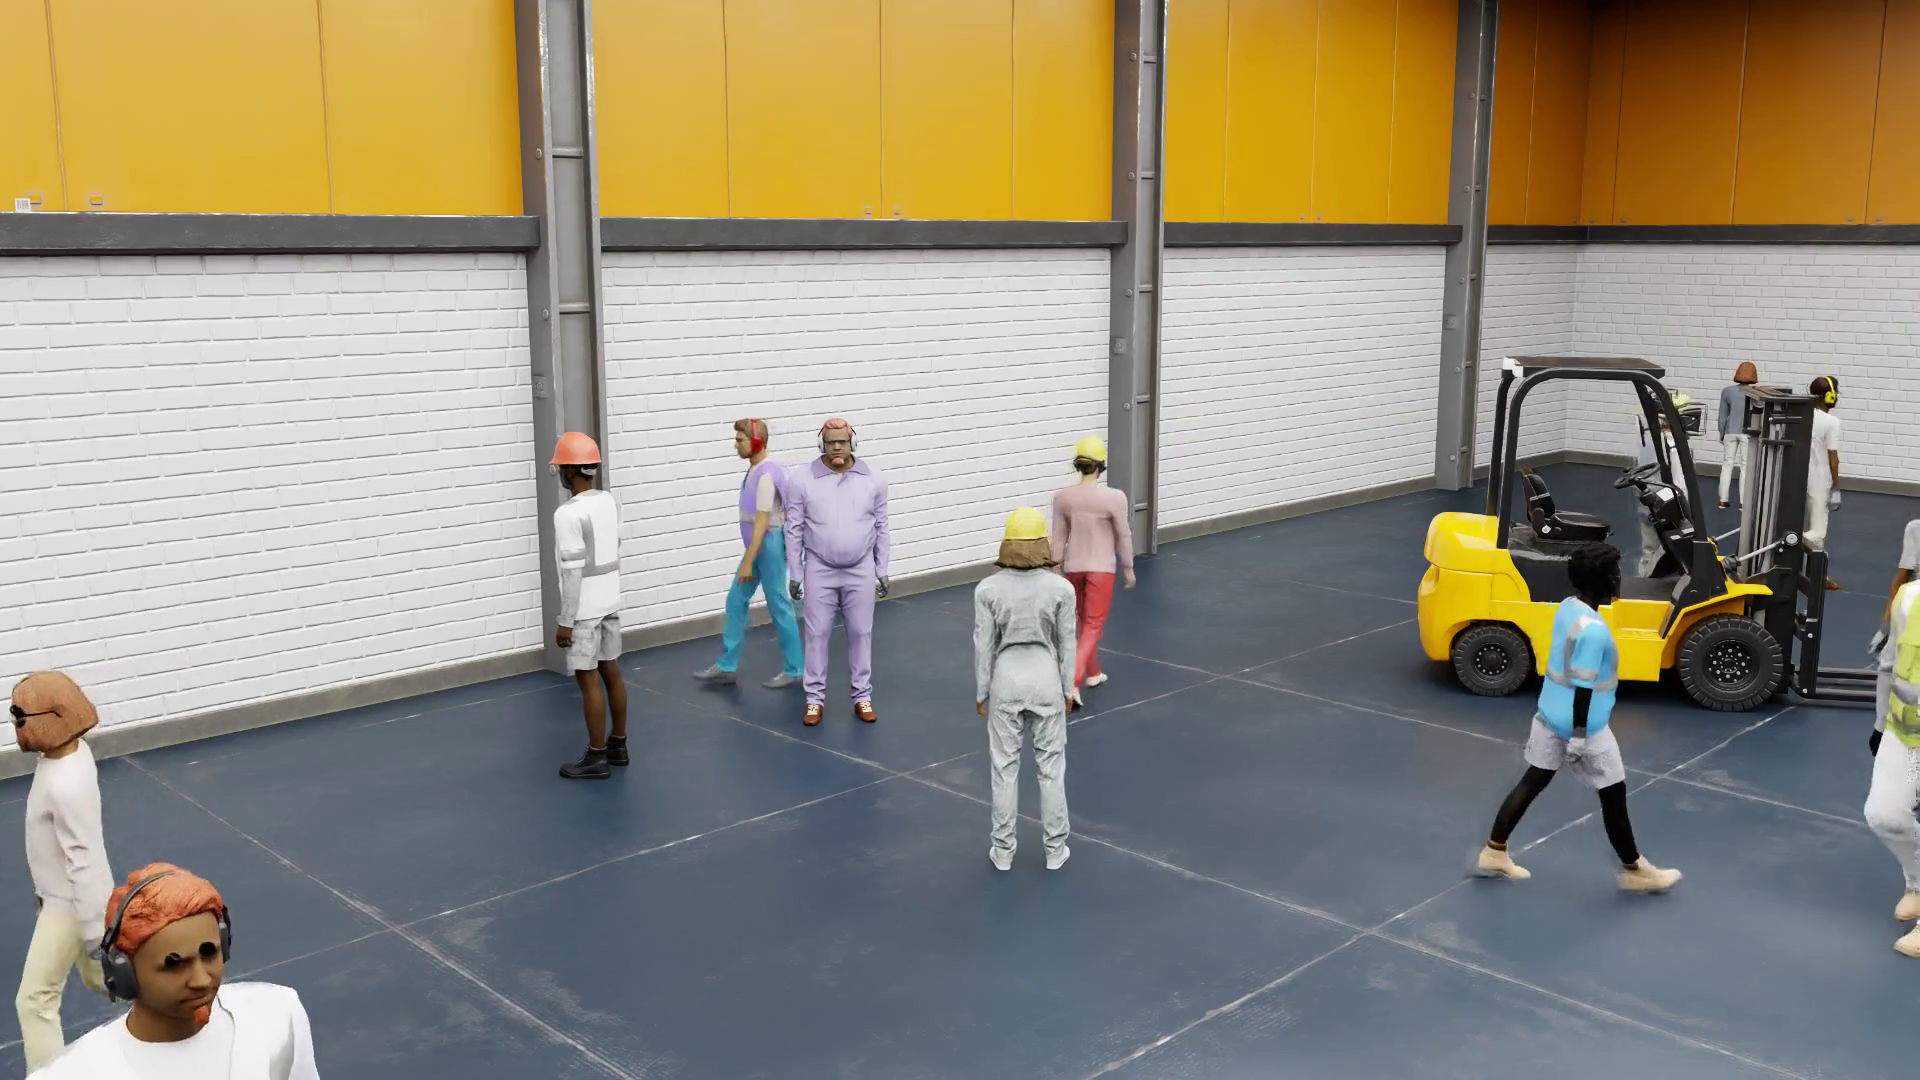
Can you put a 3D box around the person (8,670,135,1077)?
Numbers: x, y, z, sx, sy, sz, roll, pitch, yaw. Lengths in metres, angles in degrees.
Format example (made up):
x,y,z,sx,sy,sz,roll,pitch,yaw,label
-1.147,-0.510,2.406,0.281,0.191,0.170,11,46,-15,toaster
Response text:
x,y,z,sx,sy,sz,roll,pitch,yaw,label
-2.919,1.199,5.592,0.763,1.603,0.499,-5,12,-26,person

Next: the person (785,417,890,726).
x,y,z,sx,sy,sz,roll,pitch,yaw,label
-0.744,0.194,10.250,0.653,1.906,0.408,-2,11,-11,person

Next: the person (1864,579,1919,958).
x,y,z,sx,sy,sz,roll,pitch,yaw,label
4.117,0.835,6.951,0.435,1.832,0.649,-6,12,-29,person

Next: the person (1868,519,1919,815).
x,y,z,sx,sy,sz,roll,pitch,yaw,label
5.074,0.518,8.699,0.926,1.831,0.508,-5,12,-27,person

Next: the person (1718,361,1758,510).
x,y,z,sx,sy,sz,roll,pitch,yaw,label
8.584,-1.142,18.275,0.274,1.633,0.507,-8,13,-38,person

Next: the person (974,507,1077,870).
x,y,z,sx,sy,sz,roll,pitch,yaw,label
0.310,0.709,7.903,0.484,1.739,0.313,1,10,3,person

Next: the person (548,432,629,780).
x,y,z,sx,sy,sz,roll,pitch,yaw,label
-2.082,0.365,9.235,0.379,1.937,0.548,4,11,20,person

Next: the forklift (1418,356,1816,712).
x,y,z,sx,sy,sz,roll,pitch,yaw,label
4.276,-0.101,11.076,2.313,2.155,1.214,2,11,13,forklift

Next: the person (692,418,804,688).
x,y,z,sx,sy,sz,roll,pitch,yaw,label
-1.412,0.110,10.978,0.841,1.812,0.573,-4,11,-19,person

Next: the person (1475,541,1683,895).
x,y,z,sx,sy,sz,roll,pitch,yaw,label
2.839,0.810,7.607,0.906,1.647,0.538,0,10,2,person

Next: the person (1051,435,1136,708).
x,y,z,sx,sy,sz,roll,pitch,yaw,label
0.819,0.190,10.757,0.523,1.729,0.866,7,12,33,person

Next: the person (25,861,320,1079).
x,y,z,sx,sy,sz,roll,pitch,yaw,label
-1.529,1.504,3.298,0.964,1.844,0.589,7,12,33,person

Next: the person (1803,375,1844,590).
x,y,z,sx,sy,sz,roll,pitch,yaw,label
7.140,-0.454,13.975,0.780,1.841,0.522,-1,10,-5,person

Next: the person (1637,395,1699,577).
x,y,z,sx,sy,sz,roll,pitch,yaw,label
5.374,-0.197,12.646,0.431,1.817,0.594,-2,11,-13,person
